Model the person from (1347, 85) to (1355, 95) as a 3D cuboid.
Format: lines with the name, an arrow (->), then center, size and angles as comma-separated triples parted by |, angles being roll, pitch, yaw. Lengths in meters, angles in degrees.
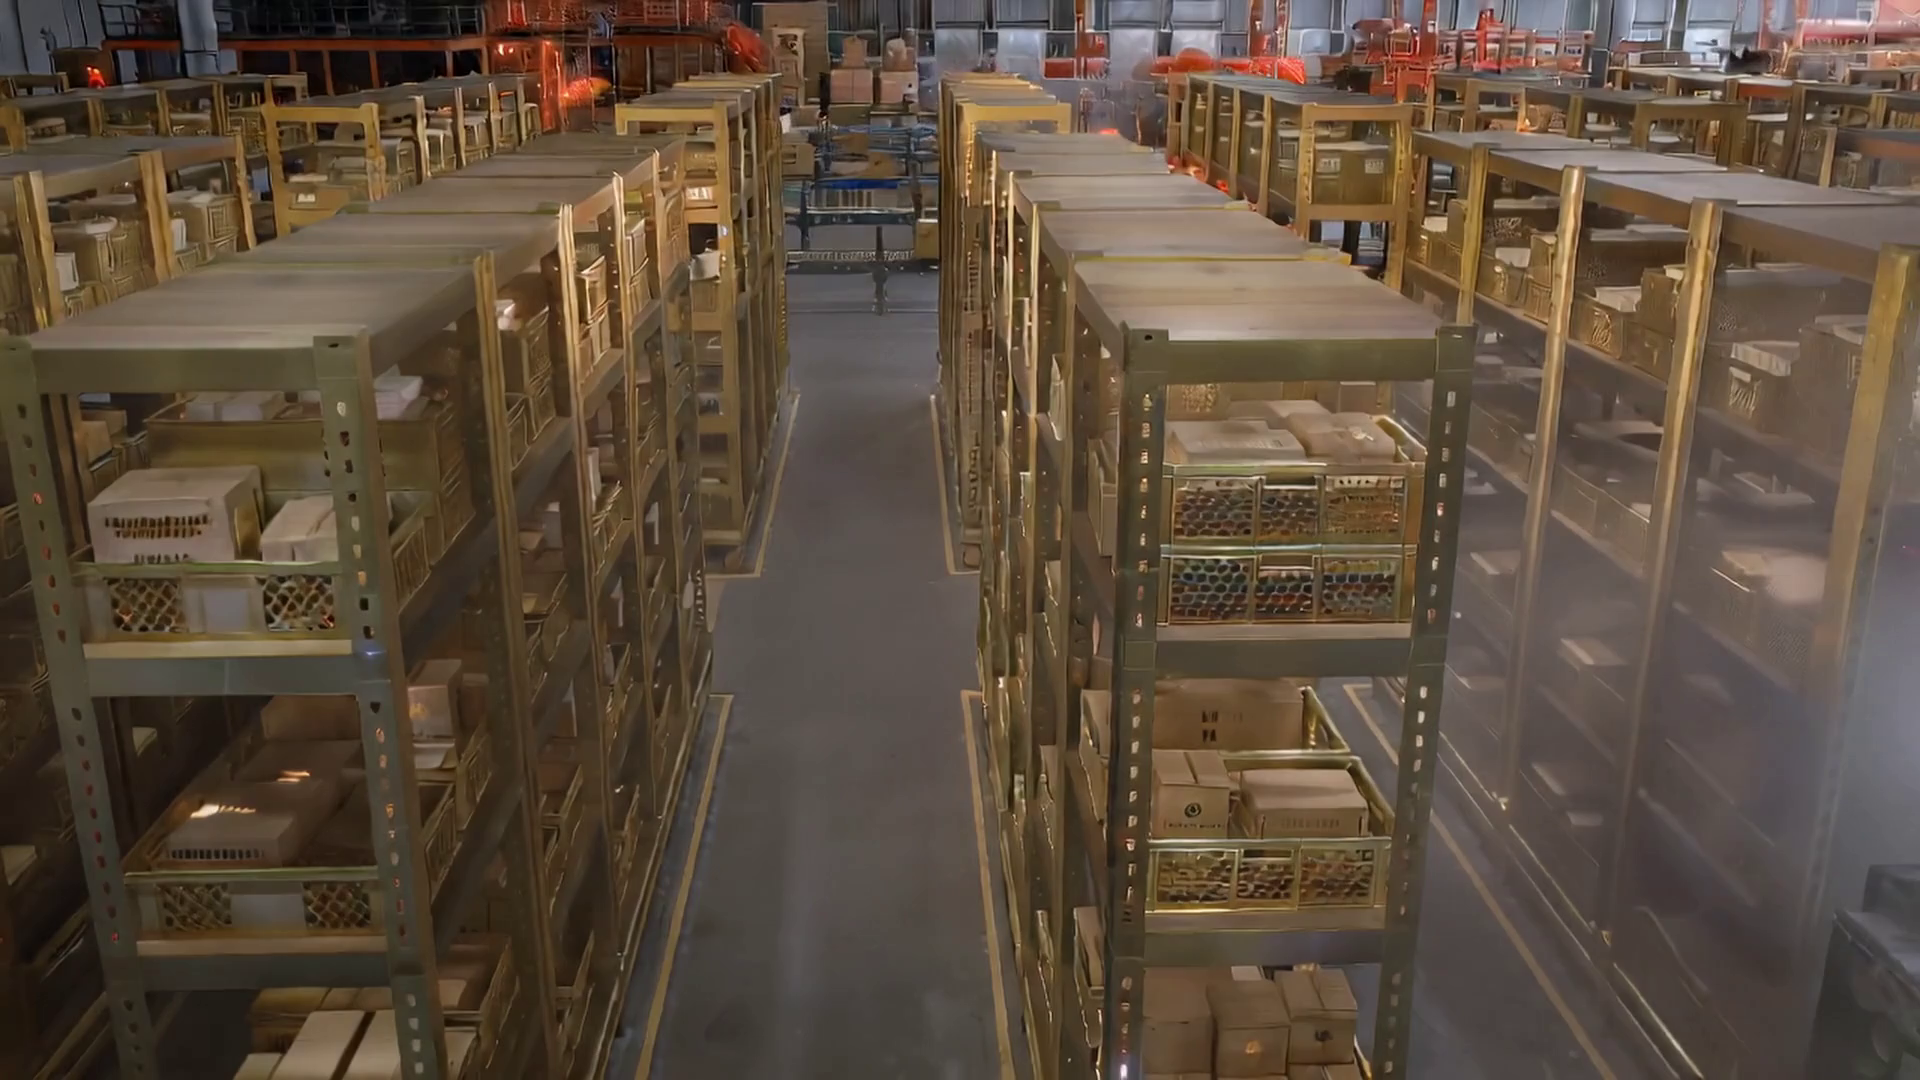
person -> 13.426, -14.876, 57.380 | 0.882, 1.578, 0.495 | 0, 18, 0

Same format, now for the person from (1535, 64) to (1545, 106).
person -> 24.092, -18.864, 69.281 | 0.511, 1.860, 0.325 | -9, 20, -26

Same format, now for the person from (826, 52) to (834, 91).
person -> -6.592, -23.775, 84.391 | 0.382, 1.912, 0.591 | -13, 22, -35

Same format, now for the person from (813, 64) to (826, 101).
person -> -5.799, -18.474, 67.969 | 0.587, 1.916, 0.629 | 17, 25, 42

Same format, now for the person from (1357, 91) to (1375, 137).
person -> 11.588, -11.933, 47.788 | 0.648, 1.891, 0.618 | 2, 18, 7

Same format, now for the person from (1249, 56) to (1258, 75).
person -> 14.007, -22.316, 79.944 | 0.653, 1.861, 0.596 | 13, 22, 34

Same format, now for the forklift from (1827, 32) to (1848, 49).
forklift -> 46.023, -25.321, 87.619 | 1.129, 2.768, 1.873 | -1, 18, -2

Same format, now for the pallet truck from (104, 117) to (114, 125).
pallet truck -> -18.367, -7.885, 35.078 | 1.885, 1.965, 0.823 | 1, 18, 2

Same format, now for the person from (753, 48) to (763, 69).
person -> -11.127, -26.125, 91.673 | 0.585, 1.910, 0.396 | -10, 21, -29

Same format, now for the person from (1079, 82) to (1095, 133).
person -> 4.138, -14.092, 54.554 | 0.600, 1.827, 0.404 | -15, 23, -39

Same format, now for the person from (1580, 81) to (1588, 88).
person -> 22.216, -15.590, 59.520 | 0.526, 1.626, 0.518 | -9, 20, -25

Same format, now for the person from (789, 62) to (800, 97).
person -> -7.152, -19.849, 72.368 | 0.547, 1.831, 0.436 | 0, 18, 0

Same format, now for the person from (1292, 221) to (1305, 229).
person -> 4.225, -3.117, 20.654 | 0.901, 1.786, 0.602 | -5, 19, -15

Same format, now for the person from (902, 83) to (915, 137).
person -> -1.707, -14.351, 55.506 | 0.483, 1.735, 0.313 | -8, 19, -23

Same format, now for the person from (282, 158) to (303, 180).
person -> -12.333, -6.402, 30.901 | 0.529, 1.743, 0.786 | -13, 22, -35

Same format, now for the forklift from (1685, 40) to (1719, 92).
forklift -> 30.955, -19.429, 69.387 | 1.129, 2.768, 1.873 | -1, 18, -2

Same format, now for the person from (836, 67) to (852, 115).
person -> -4.667, -17.954, 66.517 | 0.592, 1.835, 1.003 | 10, 20, 27

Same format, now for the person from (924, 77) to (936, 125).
person -> -0.901, -14.208, 54.687 | 0.781, 1.973, 0.625 | 2, 18, 5

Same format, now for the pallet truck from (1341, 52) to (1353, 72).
pallet truck -> 18.794, -23.123, 82.231 | 0.823, 1.965, 1.885 | -13, 22, -35

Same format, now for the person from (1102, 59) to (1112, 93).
person -> 6.584, -20.443, 74.067 | 0.473, 1.923, 0.542 | -8, 19, -22

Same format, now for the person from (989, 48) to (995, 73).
person -> 1.802, -27.026, 94.536 | 0.392, 1.853, 0.534 | -2, 18, -5

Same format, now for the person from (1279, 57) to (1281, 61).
person -> 17.703, -25.837, 90.976 | 0.979, 1.795, 0.626 | 10, 21, 29

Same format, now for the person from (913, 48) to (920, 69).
person -> -2.521, -26.037, 91.378 | 0.616, 1.920, 0.829 | -8, 20, -24

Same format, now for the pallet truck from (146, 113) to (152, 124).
pallet truck -> -18.087, -8.309, 36.390 | 1.885, 1.965, 0.823 | -1, 18, -4
